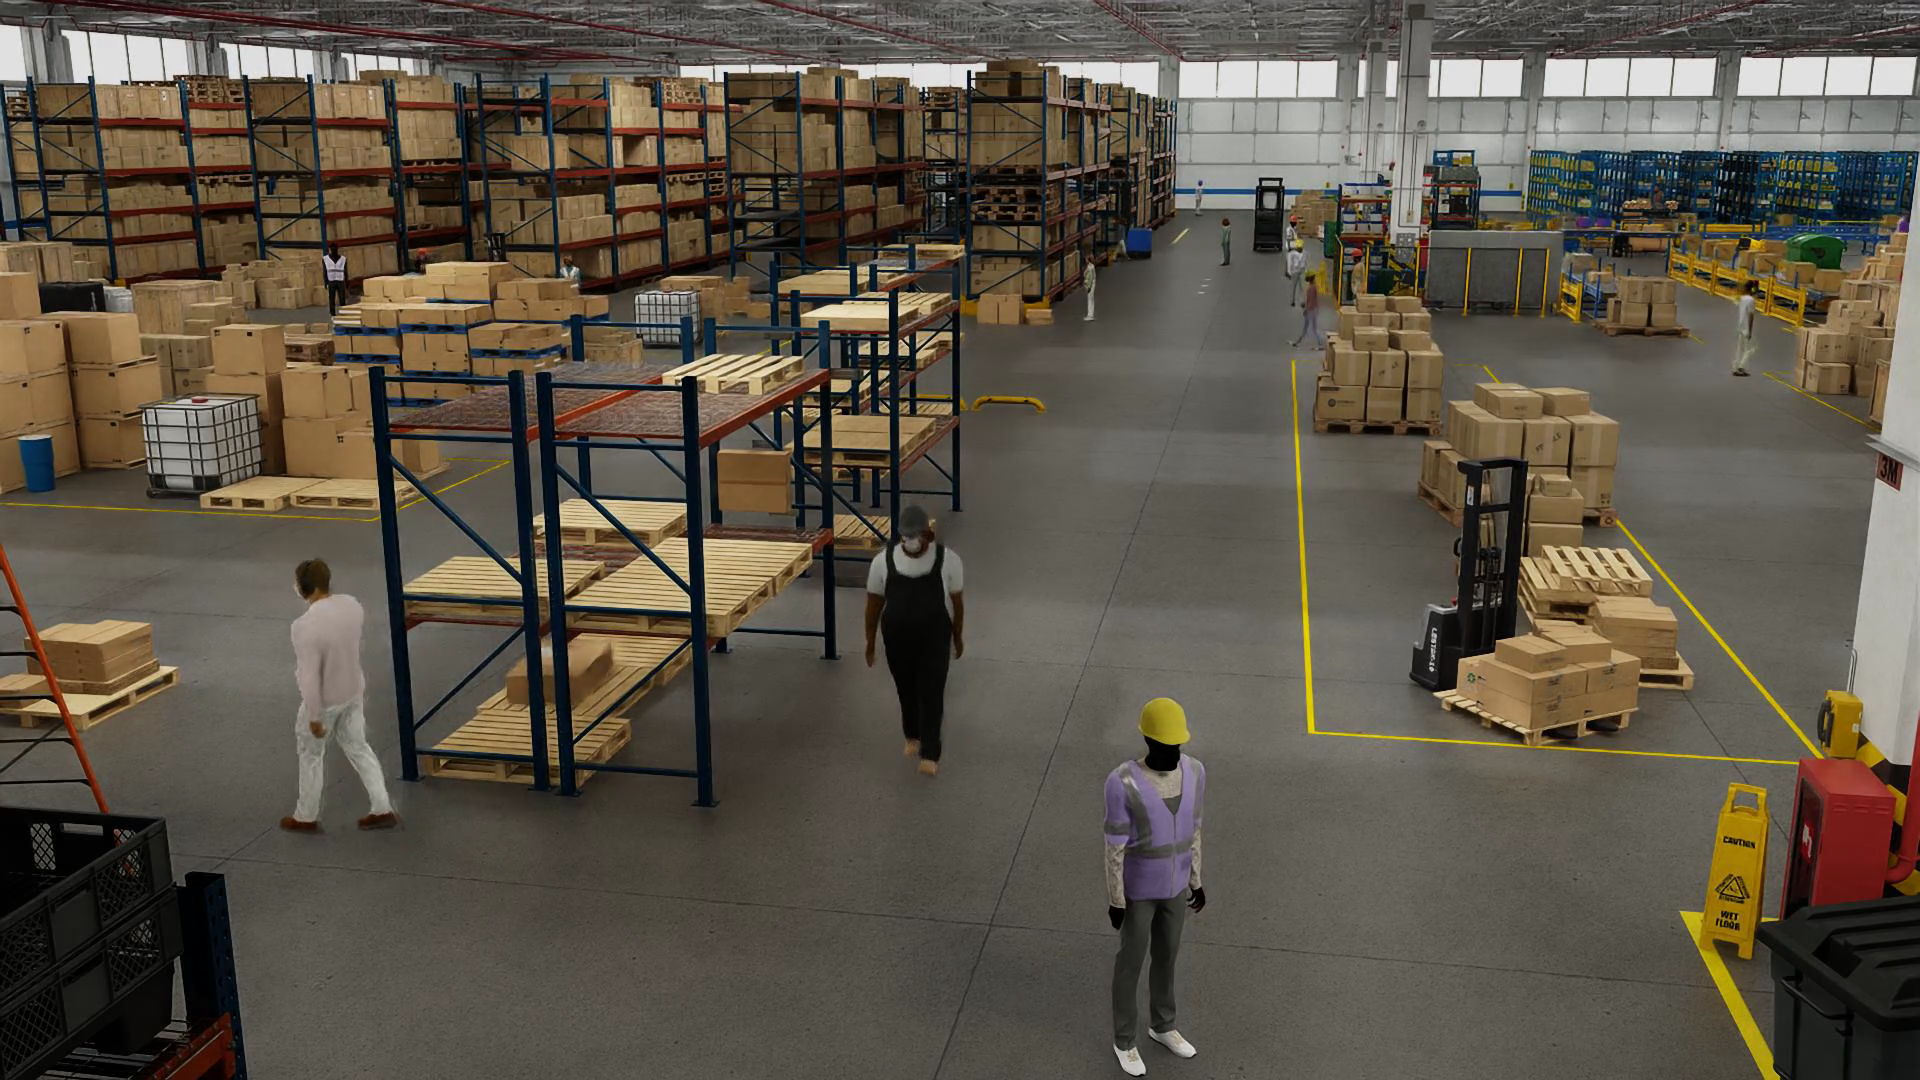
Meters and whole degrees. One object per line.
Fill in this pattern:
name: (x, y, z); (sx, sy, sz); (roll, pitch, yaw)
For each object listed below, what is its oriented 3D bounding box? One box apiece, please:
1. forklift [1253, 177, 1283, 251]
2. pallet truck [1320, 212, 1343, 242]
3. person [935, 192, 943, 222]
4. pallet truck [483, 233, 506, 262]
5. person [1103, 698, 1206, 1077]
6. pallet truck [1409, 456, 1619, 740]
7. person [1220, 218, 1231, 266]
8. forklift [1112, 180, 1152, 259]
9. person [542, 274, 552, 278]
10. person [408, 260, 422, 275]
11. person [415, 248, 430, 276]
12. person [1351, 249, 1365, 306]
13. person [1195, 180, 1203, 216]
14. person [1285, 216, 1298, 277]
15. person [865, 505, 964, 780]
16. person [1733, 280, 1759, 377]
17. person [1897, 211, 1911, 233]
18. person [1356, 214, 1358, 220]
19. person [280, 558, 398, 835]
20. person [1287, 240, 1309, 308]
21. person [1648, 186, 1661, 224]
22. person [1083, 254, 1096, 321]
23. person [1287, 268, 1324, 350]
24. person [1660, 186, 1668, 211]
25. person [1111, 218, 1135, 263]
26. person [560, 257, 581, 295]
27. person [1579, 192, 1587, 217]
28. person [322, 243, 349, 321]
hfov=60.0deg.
forklift: (12.083, -12.747, 64.956); (1.129, 2.768, 1.873); (3, 14, 10)
pallet truck: (15.874, -13.227, 70.310); (0.680, 1.201, 1.601); (10, 17, 35)
person: (-1.094, -17.177, 85.097); (0.404, 1.833, 0.587); (3, 14, 11)
pallet truck: (-11.832, -7.026, 43.548); (1.885, 1.965, 0.823); (8, 16, 28)
person: (0.979, 1.699, 8.270); (0.588, 1.927, 0.366); (-8, 16, -31)
pallet truck: (4.504, 0.400, 13.395); (0.823, 1.965, 1.885); (-6, 15, -23)
person: (9.236, -10.356, 57.812); (0.286, 1.634, 0.500); (11, 18, 38)
forklift: (6.082, -11.722, 60.796); (1.873, 2.768, 1.129); (2, 14, 9)
person: (-7.882, -4.194, 32.233); (0.818, 1.915, 0.634); (12, 18, 40)
person: (-12.642, -5.717, 38.885); (0.581, 1.671, 0.383); (-8, 16, -31)
person: (-12.453, -5.751, 38.451); (1.013, 1.945, 0.640); (-3, 14, -11)
person: (9.234, -5.804, 38.722); (0.376, 1.933, 0.545); (6, 15, 24)
person: (13.090, -18.698, 91.050); (0.402, 1.941, 0.602); (-2, 14, -10)
person: (10.655, -9.421, 53.392); (0.357, 1.938, 0.543); (8, 16, 29)
person: (-0.348, 0.705, 12.071); (0.707, 2.000, 1.005); (2, 14, 6)
person: (14.975, -4.011, 31.595); (0.454, 1.853, 0.560); (-1, 14, -4)
person: (33.464, -10.734, 58.935); (1.035, 1.837, 0.650); (8, 16, 30)
person: (17.828, -14.361, 73.888); (0.895, 1.719, 0.536); (5, 15, 20)
person: (-4.157, 1.036, 10.994); (0.791, 1.909, 0.642); (5, 15, 20)
person: (8.958, -7.039, 44.037); (0.601, 1.788, 0.911); (0, 14, 0)
person: (33.307, -15.946, 79.766); (0.622, 1.992, 0.396); (-1, 14, -4)
person: (3.203, -6.237, 41.084); (0.306, 1.637, 0.522); (0, 14, 1)
person: (7.435, -4.947, 35.656); (0.879, 1.722, 0.540); (5, 15, 18)
person: (36.221, -17.366, 85.924); (0.668, 1.813, 0.468); (2, 14, 9)
person: (5.793, -10.640, 59.048); (0.893, 1.581, 0.516); (4, 15, 17)
person: (-9.431, -6.047, 40.330); (0.526, 1.631, 0.313); (0, 14, 1)
person: (30.738, -16.393, 81.966); (0.532, 1.812, 0.611); (3, 14, 13)
person: (-15.428, -6.386, 41.134); (0.587, 1.911, 0.398); (-7, 16, -27)
